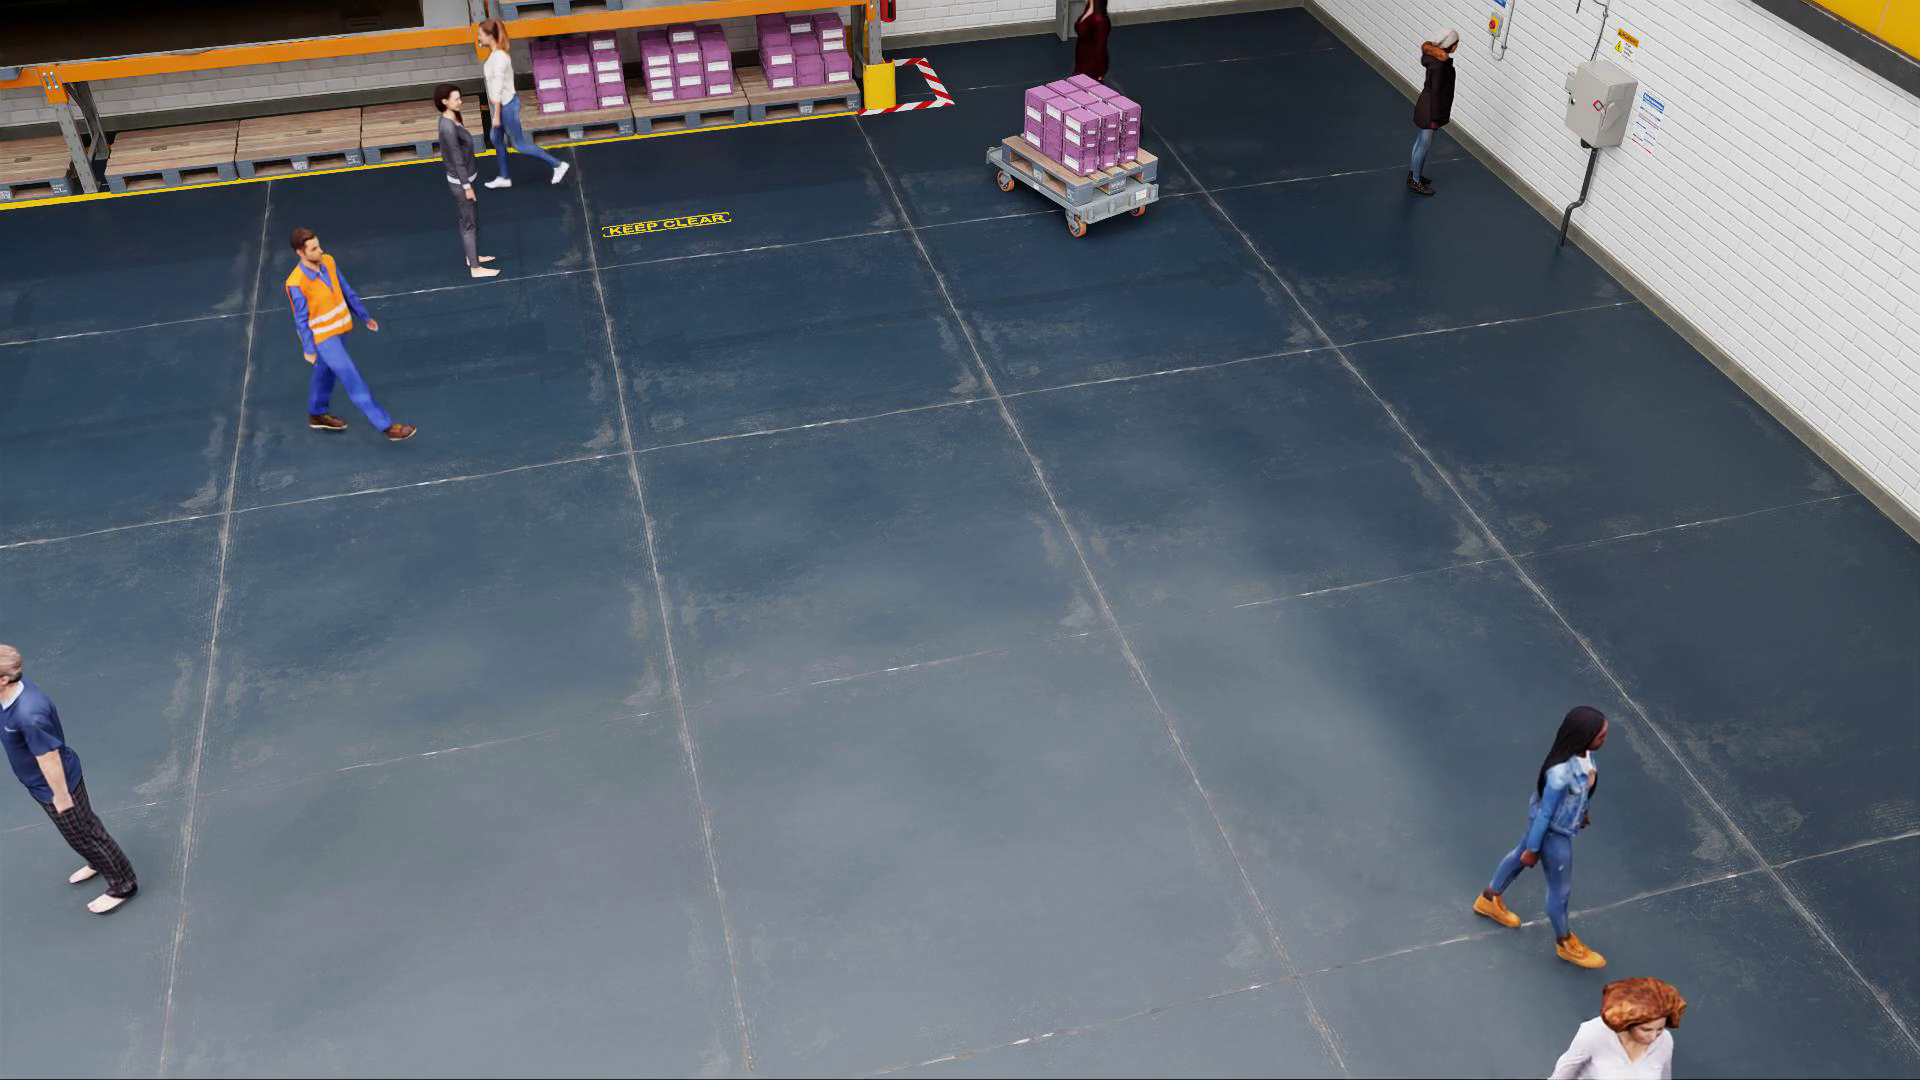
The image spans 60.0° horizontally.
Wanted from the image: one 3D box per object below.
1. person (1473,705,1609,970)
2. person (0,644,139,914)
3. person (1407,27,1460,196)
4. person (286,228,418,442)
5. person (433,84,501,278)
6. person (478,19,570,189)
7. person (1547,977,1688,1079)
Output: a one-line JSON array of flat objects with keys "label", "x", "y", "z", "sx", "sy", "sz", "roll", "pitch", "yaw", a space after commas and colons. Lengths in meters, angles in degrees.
[{"label": "person", "x": 3.093, "y": 1.513, "z": 8.944, "sx": 1.073, "sy": 1.691, "sz": 1.017, "roll": 21, "pitch": 43, "yaw": 24}, {"label": "person", "x": -4.951, "y": 1.285, "z": 9.087, "sx": 0.731, "sy": 1.868, "sz": 0.733, "roll": 30, "pitch": 47, "yaw": 32}, {"label": "person", "x": 4.566, "y": -4.174, "z": 16.108, "sx": 0.745, "sy": 1.637, "sz": 0.728, "roll": 6, "pitch": 39, "yaw": 8}, {"label": "person", "x": -4.882, "y": -1.547, "z": 12.680, "sx": 1.316, "sy": 1.810, "sz": 1.062, "roll": 7, "pitch": 39, "yaw": 8}, {"label": "person", "x": -4.431, "y": -3.203, "z": 14.785, "sx": 0.541, "sy": 1.771, "sz": 0.630, "roll": -13, "pitch": 40, "yaw": -16}, {"label": "person", "x": -4.277, "y": -4.168, "z": 16.054, "sx": 1.045, "sy": 1.695, "sz": 0.610, "roll": -11, "pitch": 40, "yaw": -13}, {"label": "person", "x": 2.931, "y": 2.524, "z": 7.672, "sx": 0.934, "sy": 1.698, "sz": 0.866, "roll": 1, "pitch": 39, "yaw": 1}]
